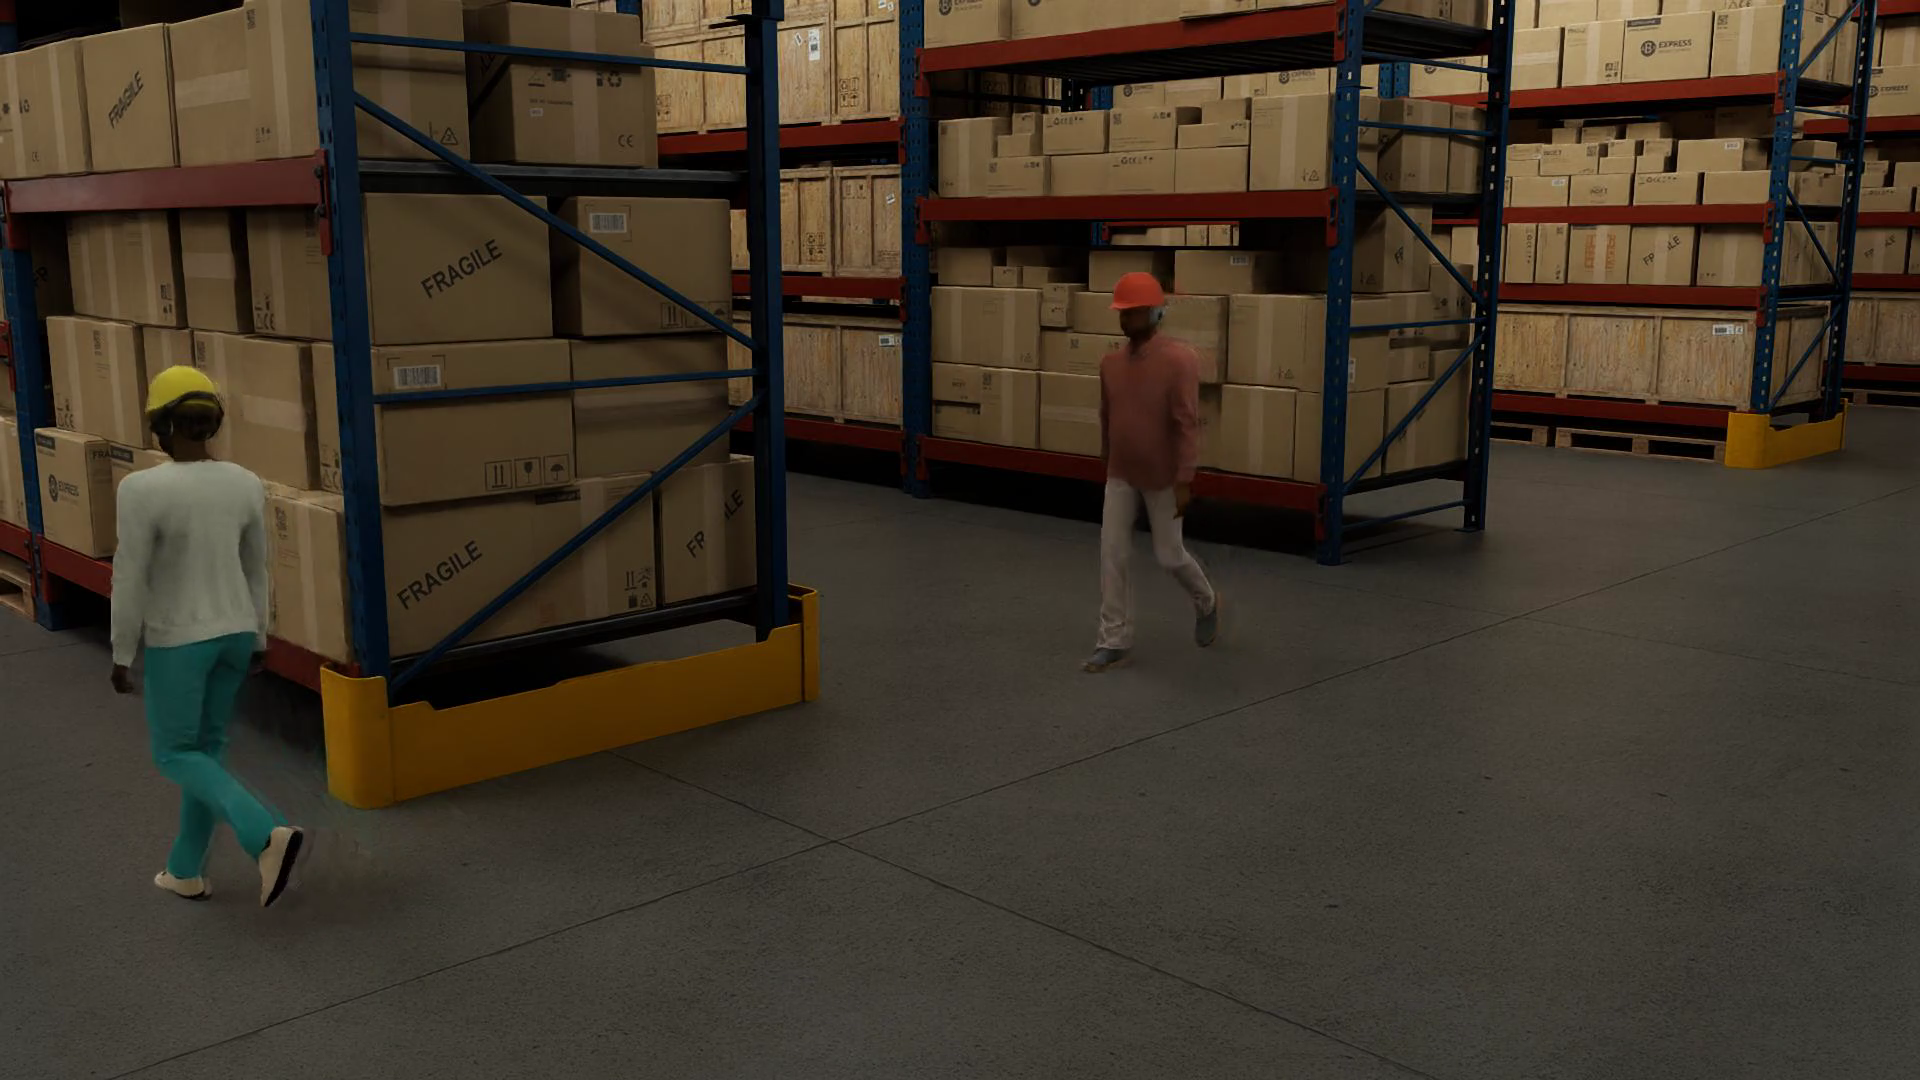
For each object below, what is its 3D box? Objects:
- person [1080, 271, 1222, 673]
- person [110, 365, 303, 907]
[{"bbox_3d":[0.969,-0.346,8.248,0.618,1.967,0.850,9,14,40],"label":"person"},{"bbox_3d":[-2.342,0.323,5.254,0.656,1.729,0.566,5,12,26],"label":"person"}]
